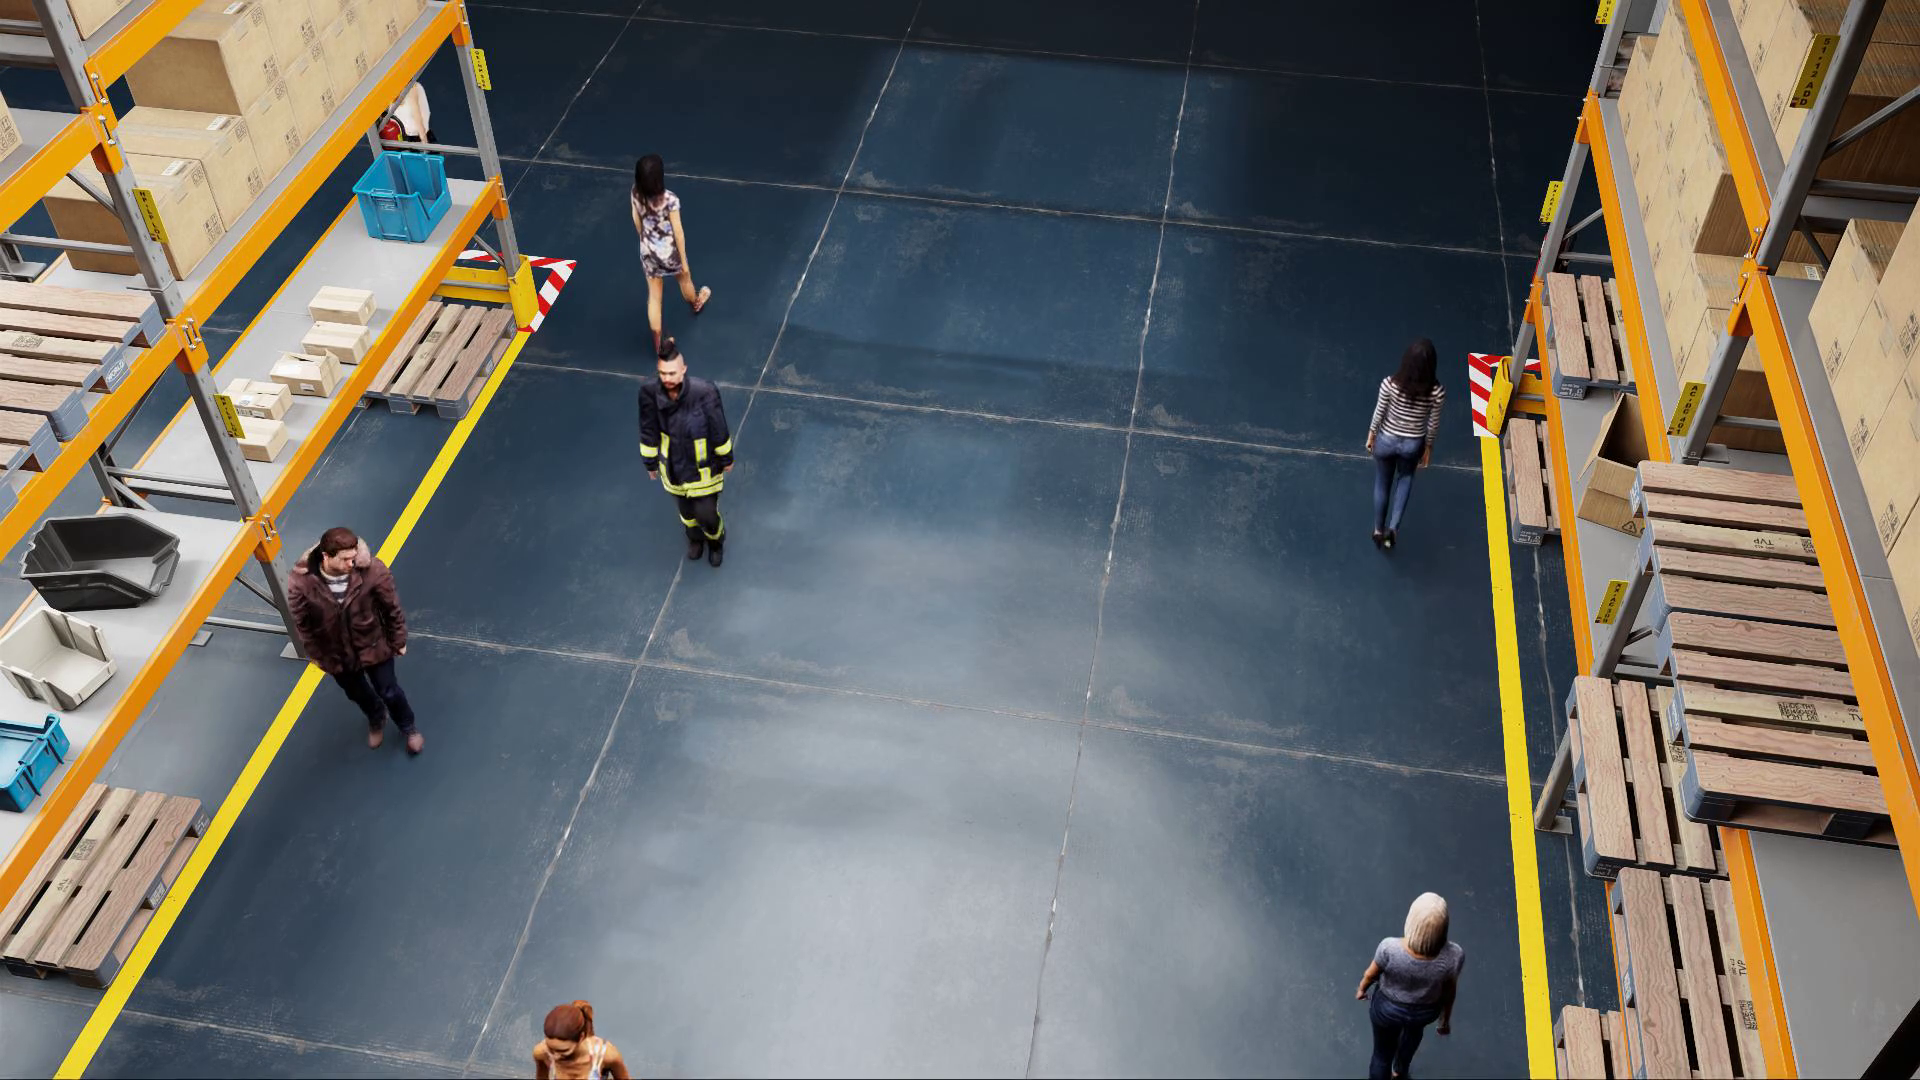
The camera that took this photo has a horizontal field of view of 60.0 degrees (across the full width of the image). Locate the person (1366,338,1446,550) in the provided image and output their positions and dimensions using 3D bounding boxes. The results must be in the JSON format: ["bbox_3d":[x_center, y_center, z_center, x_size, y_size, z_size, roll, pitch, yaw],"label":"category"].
[{"bbox_3d":[2.977,-0.568,11.329,0.570,1.786,0.623,8,44,8],"label":"person"}]

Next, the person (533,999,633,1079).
[{"bbox_3d":[-1.733,2.653,7.980,0.623,1.743,1.151,6,44,6],"label":"person"}]

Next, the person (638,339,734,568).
[{"bbox_3d":[-1.836,-0.652,11.371,0.784,1.850,0.718,4,44,4],"label":"person"}]

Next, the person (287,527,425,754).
[{"bbox_3d":[-3.662,0.620,10.040,0.856,1.843,0.814,1,44,1],"label":"person"}]

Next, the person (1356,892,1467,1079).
[{"bbox_3d":[2.230,2.386,8.285,0.624,1.709,0.629,5,44,5],"label":"person"}]

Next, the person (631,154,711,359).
[{"bbox_3d":[-2.392,-2.204,13.114,0.727,1.692,1.105,13,45,13],"label":"person"}]
